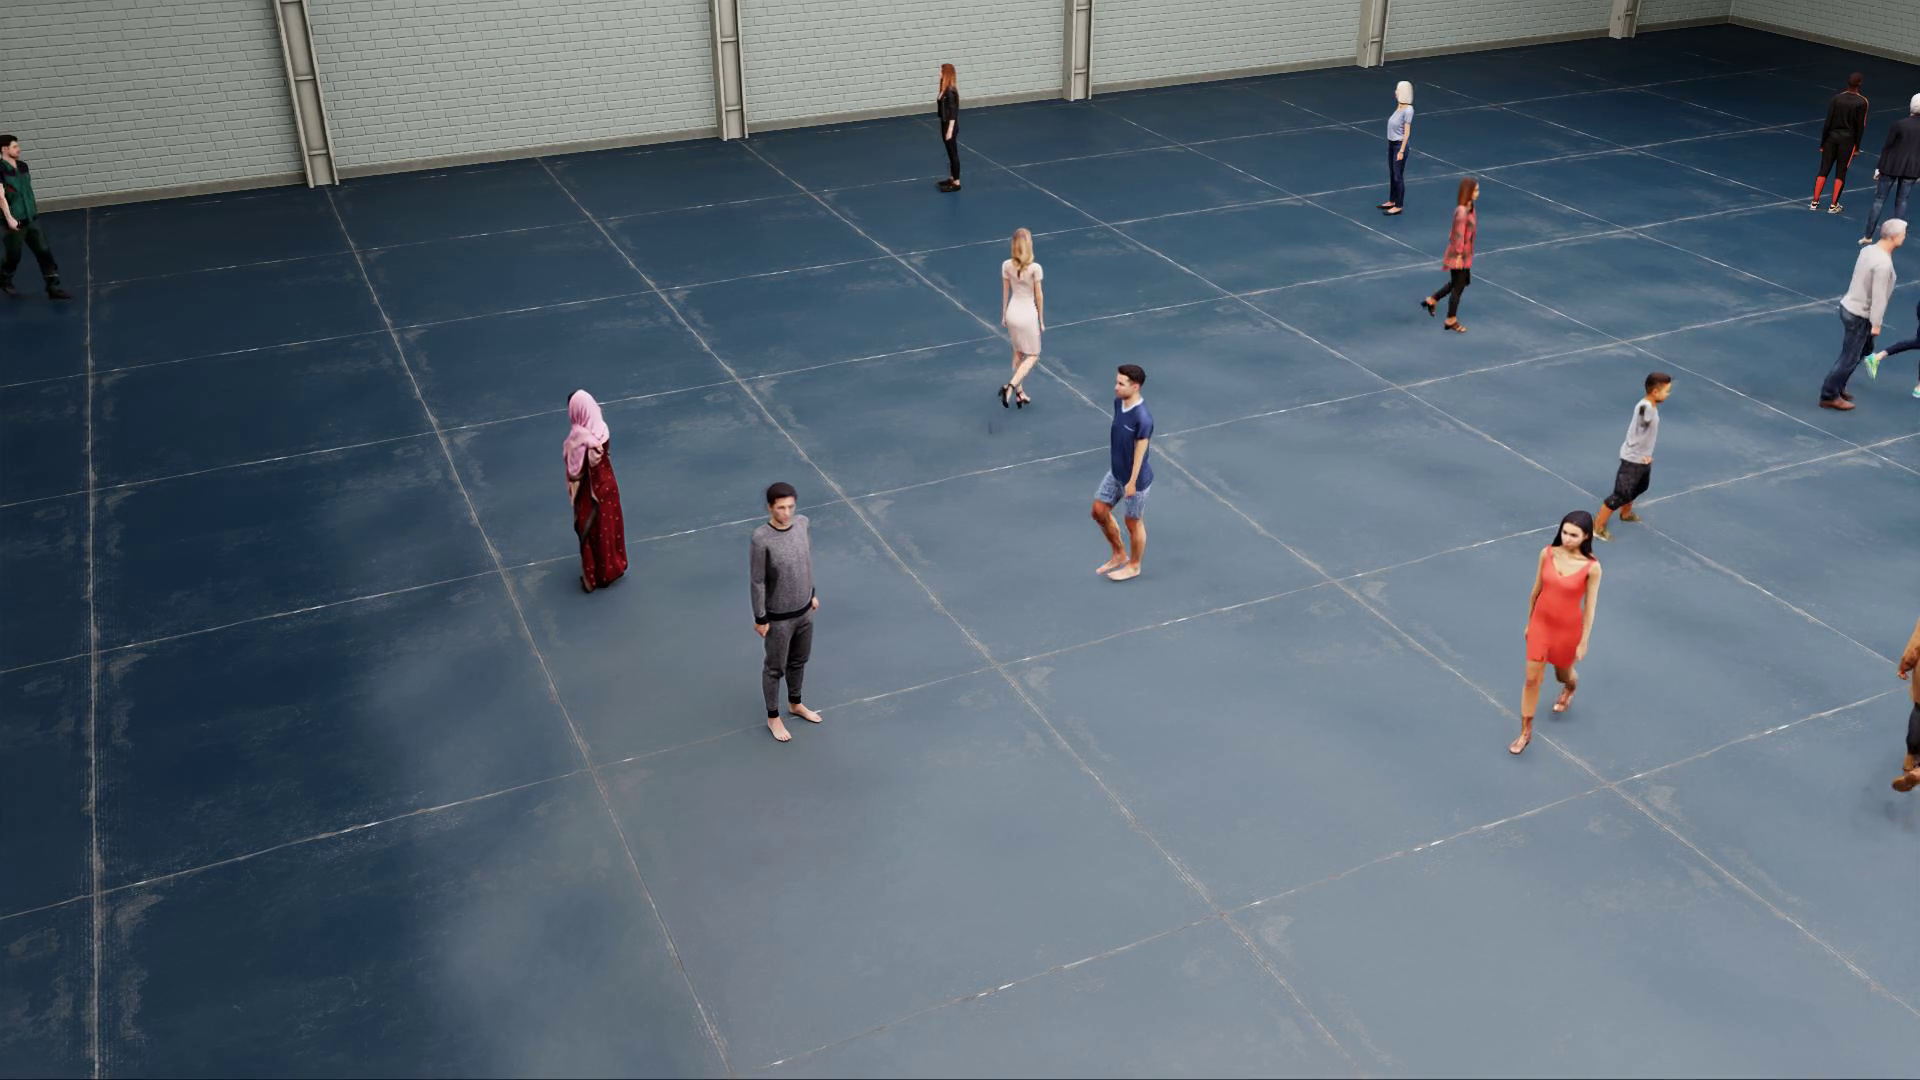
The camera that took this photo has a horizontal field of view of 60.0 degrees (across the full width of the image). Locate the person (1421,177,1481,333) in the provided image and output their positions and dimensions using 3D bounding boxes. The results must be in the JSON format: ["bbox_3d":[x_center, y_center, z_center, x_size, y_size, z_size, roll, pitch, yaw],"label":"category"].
[{"bbox_3d":[5.290,-3.068,17.869,0.891,1.692,0.839,12,30,22],"label":"person"}]

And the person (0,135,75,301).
[{"bbox_3d":[-10.634,-3.581,18.655,1.285,1.858,1.205,9,29,17],"label":"person"}]

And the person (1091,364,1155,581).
[{"bbox_3d":[1.387,-0.530,12.951,0.609,1.835,0.633,-13,31,-22],"label":"person"}]

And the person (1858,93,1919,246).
[{"bbox_3d":[10.446,-4.124,18.551,0.816,1.781,0.791,8,29,15],"label":"person"}]

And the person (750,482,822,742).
[{"bbox_3d":[-1.166,0.441,11.119,0.817,1.844,0.627,24,36,37],"label":"person"}]

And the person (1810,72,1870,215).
[{"bbox_3d":[11.517,-5.206,21.761,0.704,1.808,0.684,21,34,34],"label":"person"}]

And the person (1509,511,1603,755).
[{"bbox_3d":[3.993,0.571,11.035,0.895,1.692,1.154,21,35,34],"label":"person"}]

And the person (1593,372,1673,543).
[{"bbox_3d":[5.641,-0.767,13.817,0.967,1.439,0.877,13,31,23],"label":"person"}]

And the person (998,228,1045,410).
[{"bbox_3d":[0.550,-2.038,15.804,0.841,1.816,0.961,16,32,28],"label":"person"}]

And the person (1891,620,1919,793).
[{"bbox_3d":[6.207,0.856,10.496,0.921,1.696,1.110,22,35,35],"label":"person"}]

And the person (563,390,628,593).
[{"bbox_3d":[-2.842,-0.406,12.932,0.841,1.633,0.765,12,30,21],"label":"person"}]

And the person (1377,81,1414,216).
[{"bbox_3d":[5.728,-5.120,21.692,0.628,1.720,0.653,-2,28,-3],"label":"person"}]

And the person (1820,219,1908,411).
[{"bbox_3d":[8.546,-2.156,15.957,0.915,1.880,0.883,7,29,13],"label":"person"}]

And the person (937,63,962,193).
[{"bbox_3d":[-0.124,-5.630,22.662,0.656,1.709,0.677,-2,28,-4],"label":"person"}]
